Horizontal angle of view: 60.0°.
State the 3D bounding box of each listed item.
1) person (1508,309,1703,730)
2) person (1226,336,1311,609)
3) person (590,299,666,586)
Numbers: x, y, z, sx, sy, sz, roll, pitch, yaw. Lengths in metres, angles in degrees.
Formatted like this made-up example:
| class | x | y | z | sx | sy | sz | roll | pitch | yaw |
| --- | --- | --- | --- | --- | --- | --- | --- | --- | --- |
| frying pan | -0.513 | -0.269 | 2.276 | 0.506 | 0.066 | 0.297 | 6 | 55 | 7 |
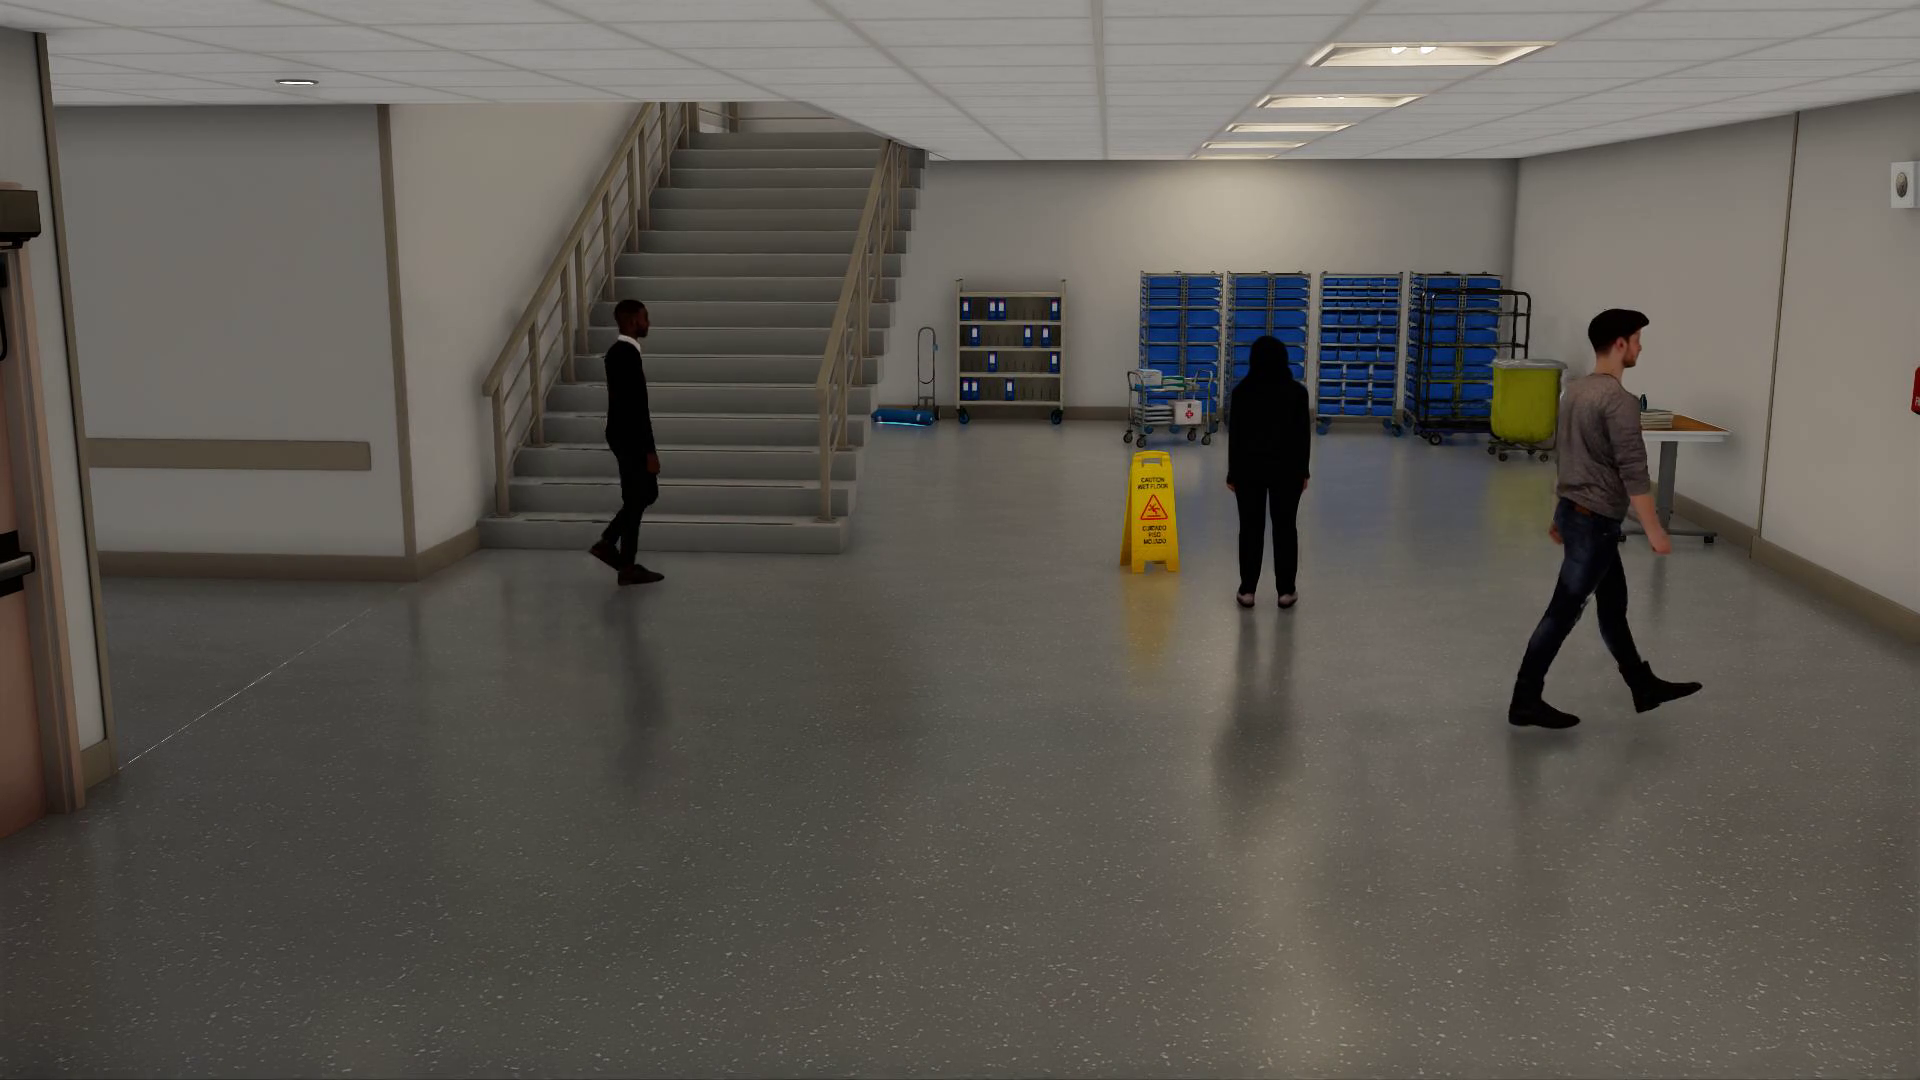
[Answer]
| class | x | y | z | sx | sy | sz | roll | pitch | yaw |
| --- | --- | --- | --- | --- | --- | --- | --- | --- | --- |
| person | 2.707 | -0.051 | 7.388 | 0.752 | 1.861 | 1.058 | 1 | 11 | 3 |
| person | 1.836 | -0.407 | 9.930 | 0.651 | 1.612 | 0.616 | 1 | 11 | 7 |
| person | -2.172 | -0.595 | 10.425 | 0.817 | 1.796 | 0.744 | -3 | 11 | -17 |
